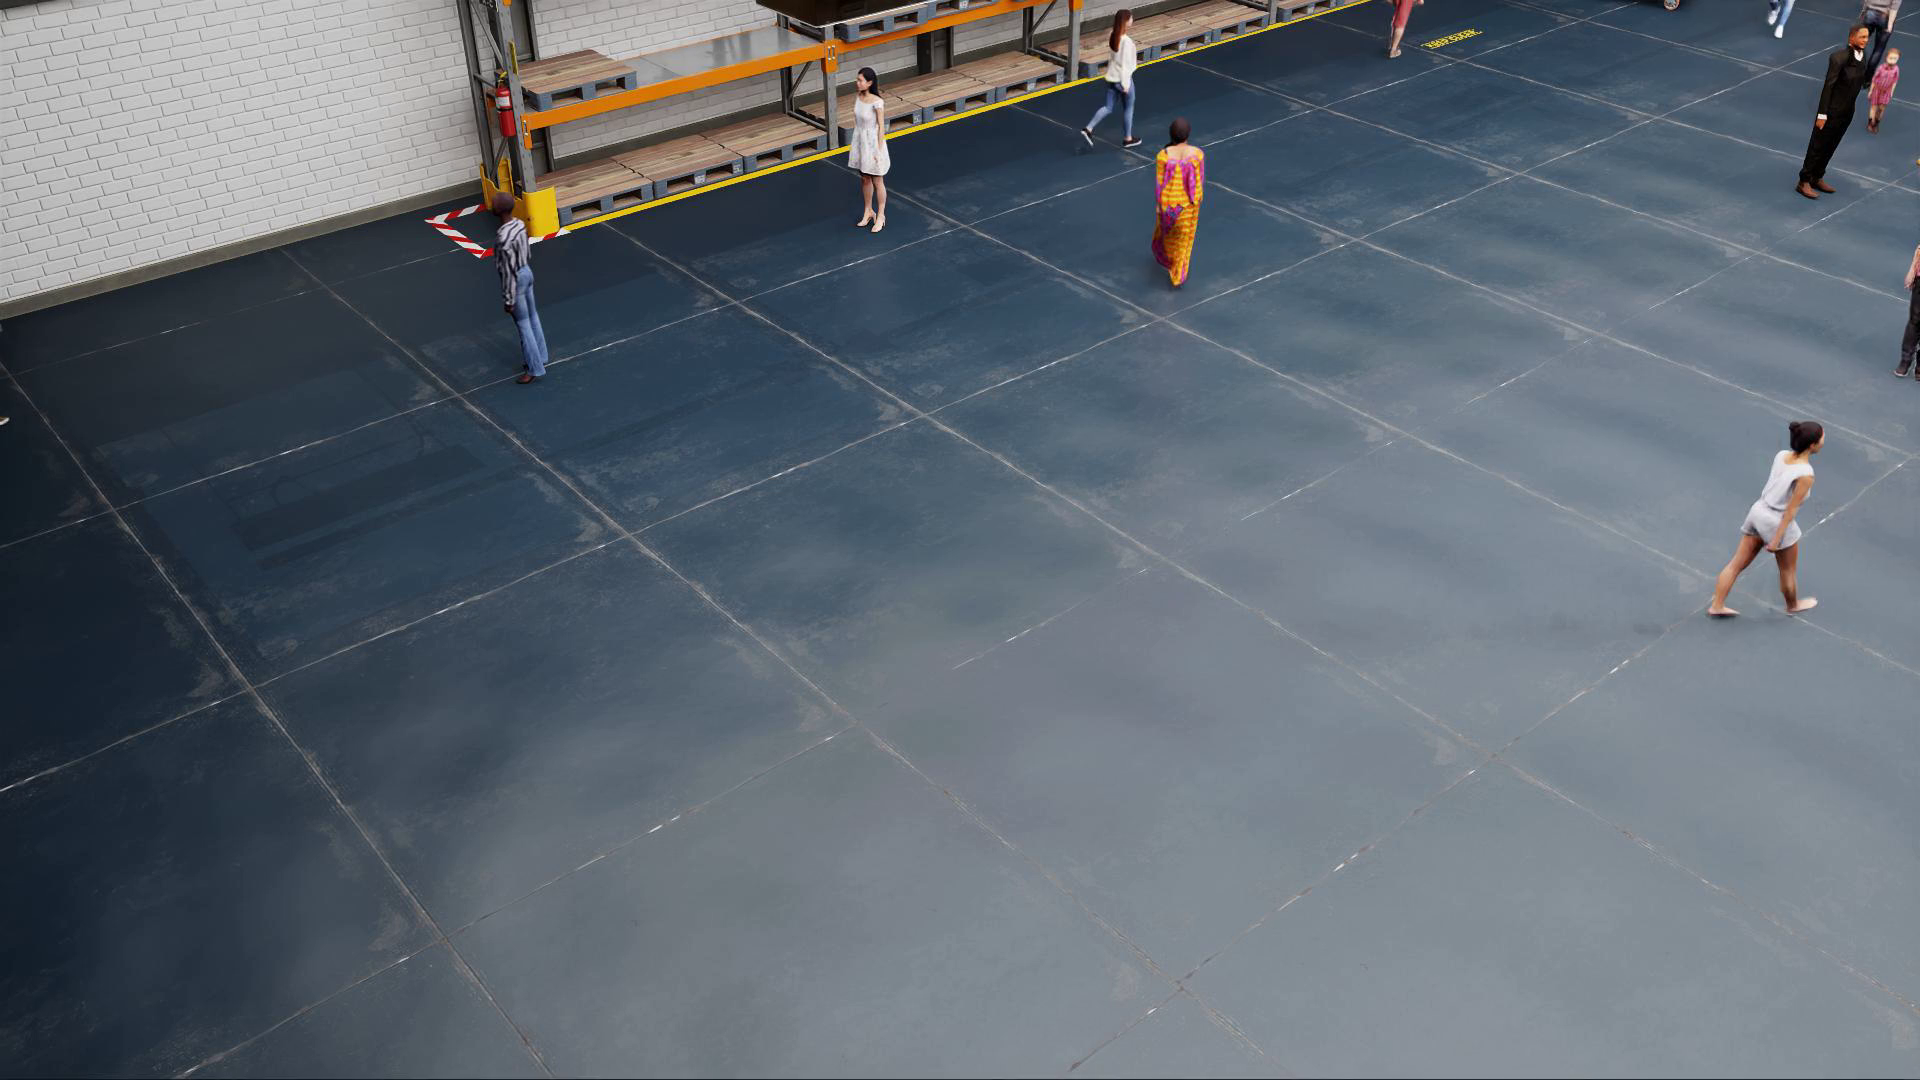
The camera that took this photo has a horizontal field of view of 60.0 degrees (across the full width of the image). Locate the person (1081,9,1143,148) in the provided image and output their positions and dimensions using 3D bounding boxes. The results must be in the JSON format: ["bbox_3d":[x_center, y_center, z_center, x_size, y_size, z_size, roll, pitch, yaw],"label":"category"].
[{"bbox_3d":[1.819,-5.429,19.714,1.108,1.669,0.789,-15,36,-21],"label":"person"}]

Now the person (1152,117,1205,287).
[{"bbox_3d":[2.187,-3.380,16.654,1.163,1.644,1.199,2,34,3],"label":"person"}]

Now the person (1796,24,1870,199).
[{"bbox_3d":[9.771,-4.806,18.563,0.605,1.905,0.784,-18,38,-25],"label":"person"}]

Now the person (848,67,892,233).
[{"bbox_3d":[-0.965,-4.150,17.695,0.618,1.774,0.634,-26,42,-34],"label":"person"}]

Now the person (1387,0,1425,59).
[{"bbox_3d":[6.032,-7.411,22.725,0.635,1.636,0.688,25,41,33],"label":"person"}]

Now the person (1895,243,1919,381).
[{"bbox_3d":[8.783,-2.384,14.885,0.751,1.943,0.747,18,38,25],"label":"person"}]

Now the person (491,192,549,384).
[{"bbox_3d":[-3.930,-2.253,14.821,0.753,1.795,0.693,3,34,5],"label":"person"}]

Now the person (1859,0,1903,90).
[{"bbox_3d":[11.793,-6.730,21.478,1.178,1.882,0.847,-16,37,-23],"label":"person"}]

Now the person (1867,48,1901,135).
[{"bbox_3d":[11.375,-5.566,20.512,0.545,1.012,0.630,15,36,21],"label":"person"}]

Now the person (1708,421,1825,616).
[{"bbox_3d":[5.666,-0.098,11.773,1.087,1.581,0.891,-5,34,-7],"label":"person"}]
